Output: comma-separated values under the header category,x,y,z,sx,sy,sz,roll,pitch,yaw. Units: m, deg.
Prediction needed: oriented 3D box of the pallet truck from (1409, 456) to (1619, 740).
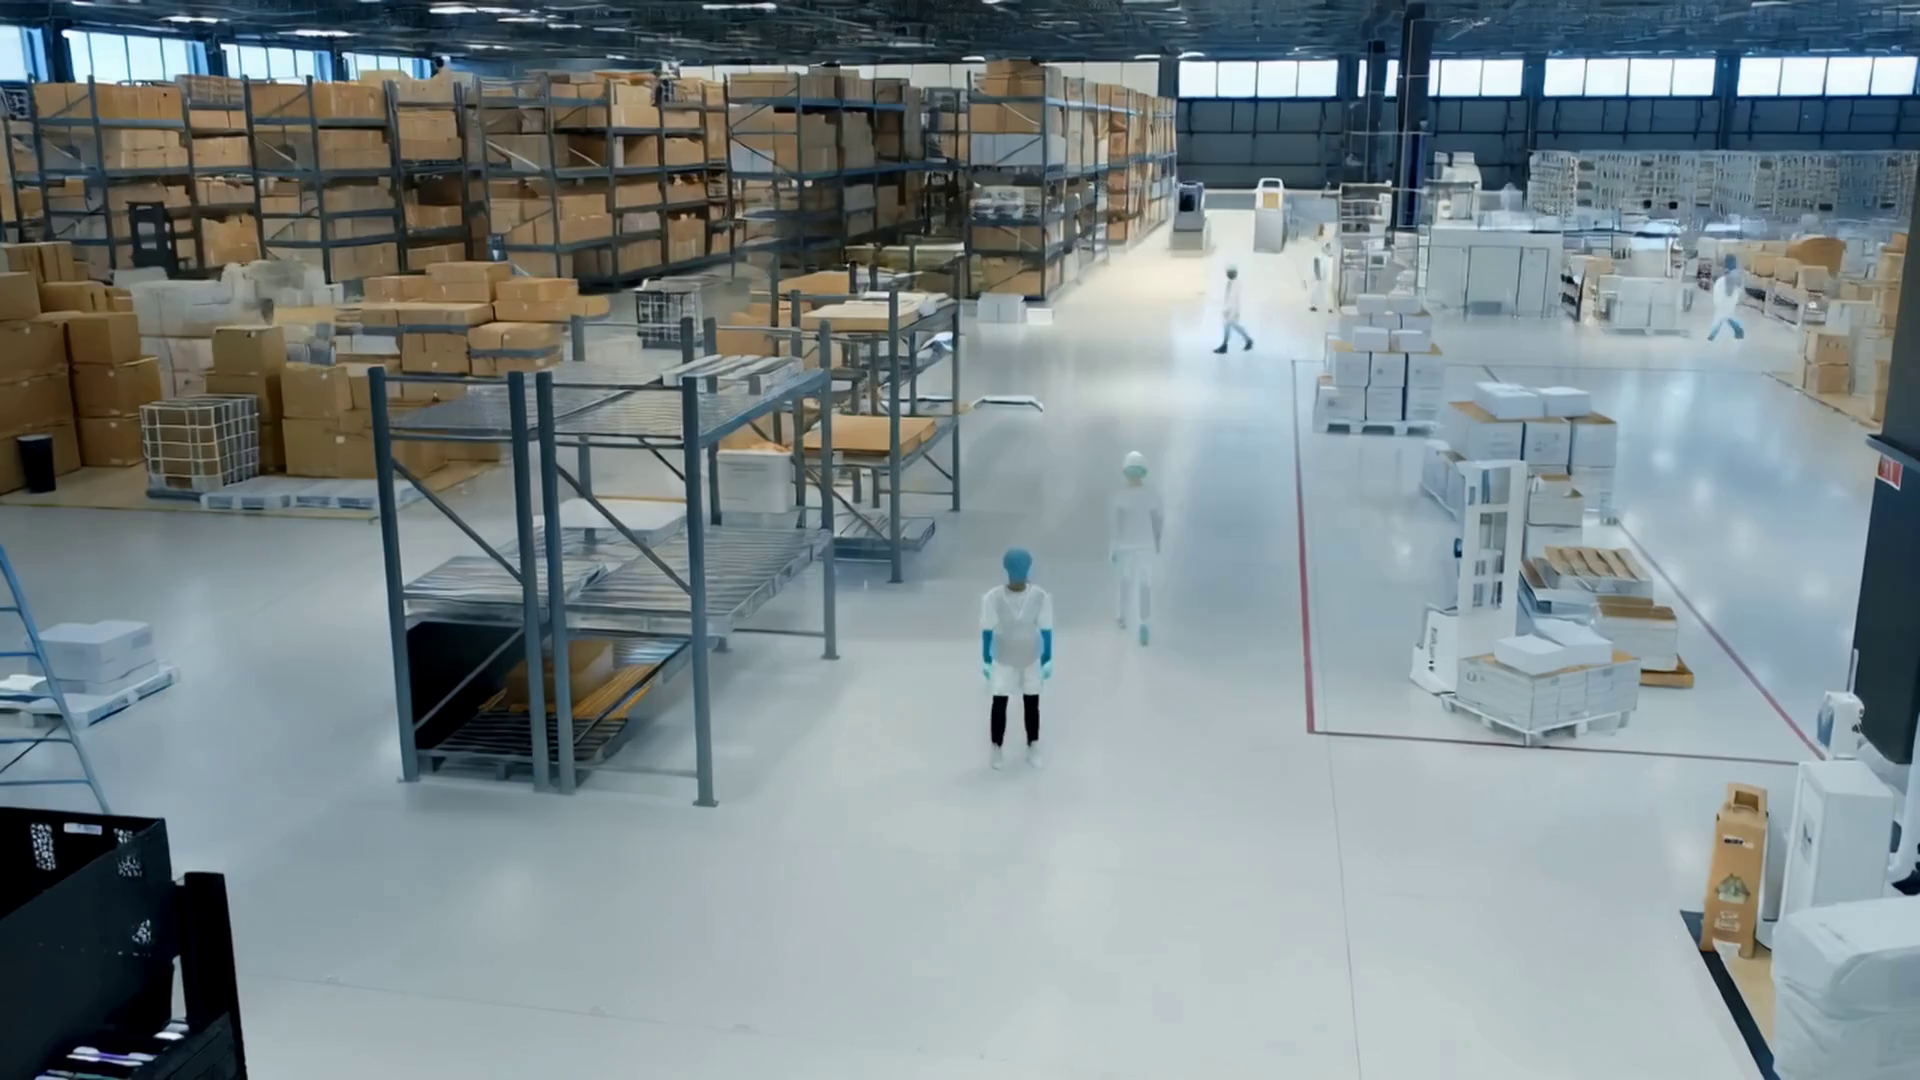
category,x,y,z,sx,sy,sz,roll,pitch,yaw
pallet truck,4.504,0.400,13.395,0.823,1.965,1.885,-6,15,-23

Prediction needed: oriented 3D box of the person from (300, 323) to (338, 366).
category,x,y,z,sx,sy,sz,roll,pitch,yaw
person,-9.626,-2.363,25.012,0.532,1.799,0.541,-9,17,-33

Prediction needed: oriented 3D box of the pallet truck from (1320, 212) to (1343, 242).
category,x,y,z,sx,sy,sz,roll,pitch,yaw
pallet truck,15.874,-13.227,70.310,0.680,1.201,1.601,10,17,35

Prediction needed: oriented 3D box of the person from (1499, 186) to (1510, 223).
category,x,y,z,sx,sy,sz,roll,pitch,yaw
person,26.476,-16.191,80.804,0.455,1.980,0.630,-3,14,-12

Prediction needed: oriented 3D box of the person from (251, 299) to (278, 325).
category,x,y,z,sx,sy,sz,roll,pitch,yaw
person,-11.606,-3.098,27.829,0.887,1.887,0.603,3,14,10

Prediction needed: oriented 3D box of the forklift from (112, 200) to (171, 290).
category,x,y,z,sx,sy,sz,roll,pitch,yaw
forklift,-21.373,-7.545,43.838,1.129,2.768,1.873,3,14,10

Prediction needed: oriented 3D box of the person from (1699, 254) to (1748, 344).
category,x,y,z,sx,sy,sz,roll,pitch,yaw
person,16.865,-5.301,36.452,0.984,2.000,0.690,3,14,12

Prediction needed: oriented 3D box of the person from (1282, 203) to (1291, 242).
category,x,y,z,sx,sy,sz,roll,pitch,yaw
person,13.777,-13.444,70.354,0.509,1.632,0.265,-3,14,-13

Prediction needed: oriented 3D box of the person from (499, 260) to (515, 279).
category,x,y,z,sx,sy,sz,roll,pitch,yaw
person,-9.648,-4.989,35.403,0.458,1.933,0.670,4,14,15

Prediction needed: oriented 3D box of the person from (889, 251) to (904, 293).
category,x,y,z,sx,sy,sz,roll,pitch,yaw
person,-1.698,-6.642,42.632,0.421,1.688,0.536,13,19,41

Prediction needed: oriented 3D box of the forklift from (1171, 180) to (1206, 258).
category,x,y,z,sx,sy,sz,roll,pitch,yaw
forklift,8.501,-11.932,61.648,1.129,2.768,1.873,3,14,13

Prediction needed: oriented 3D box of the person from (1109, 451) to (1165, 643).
category,x,y,z,sx,sy,sz,roll,pitch,yaw
person,1.630,0.055,15.344,0.521,1.734,0.819,1,14,2

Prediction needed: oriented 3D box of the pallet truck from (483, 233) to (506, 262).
category,x,y,z,sx,sy,sz,roll,pitch,yaw
pallet truck,-11.832,-7.026,43.548,1.885,1.965,0.823,8,16,28

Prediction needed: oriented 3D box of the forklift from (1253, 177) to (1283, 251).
category,x,y,z,sx,sy,sz,roll,pitch,yaw
forklift,12.083,-12.747,64.956,1.129,2.768,1.873,3,14,10

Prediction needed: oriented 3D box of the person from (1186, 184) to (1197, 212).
category,x,y,z,sx,sy,sz,roll,pitch,yaw
person,12.529,-18.463,90.101,0.623,1.937,0.414,-5,15,-19

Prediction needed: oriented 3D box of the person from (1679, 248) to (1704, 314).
category,x,y,z,sx,sy,sz,roll,pitch,yaw
person,18.714,-6.632,42.581,0.562,1.681,0.370,4,14,16

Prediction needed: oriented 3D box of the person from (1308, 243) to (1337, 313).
category,x,y,z,sx,sy,sz,roll,pitch,yaw
person,9.347,-6.724,42.758,0.613,1.784,0.905,-12,18,-39

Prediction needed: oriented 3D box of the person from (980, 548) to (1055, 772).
category,x,y,z,sx,sy,sz,roll,pitch,yaw
person,0.419,0.870,12.125,0.541,1.691,0.320,-1,14,-3

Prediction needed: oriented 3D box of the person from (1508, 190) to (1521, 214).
category,x,y,z,sx,sy,sz,roll,pitch,yaw
person,26.154,-15.573,78.473,0.658,1.888,0.552,-2,14,-10

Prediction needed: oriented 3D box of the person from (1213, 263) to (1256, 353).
category,x,y,z,sx,sy,sz,roll,pitch,yaw
person,5.830,-4.894,35.088,0.858,1.910,0.549,-1,14,-2
